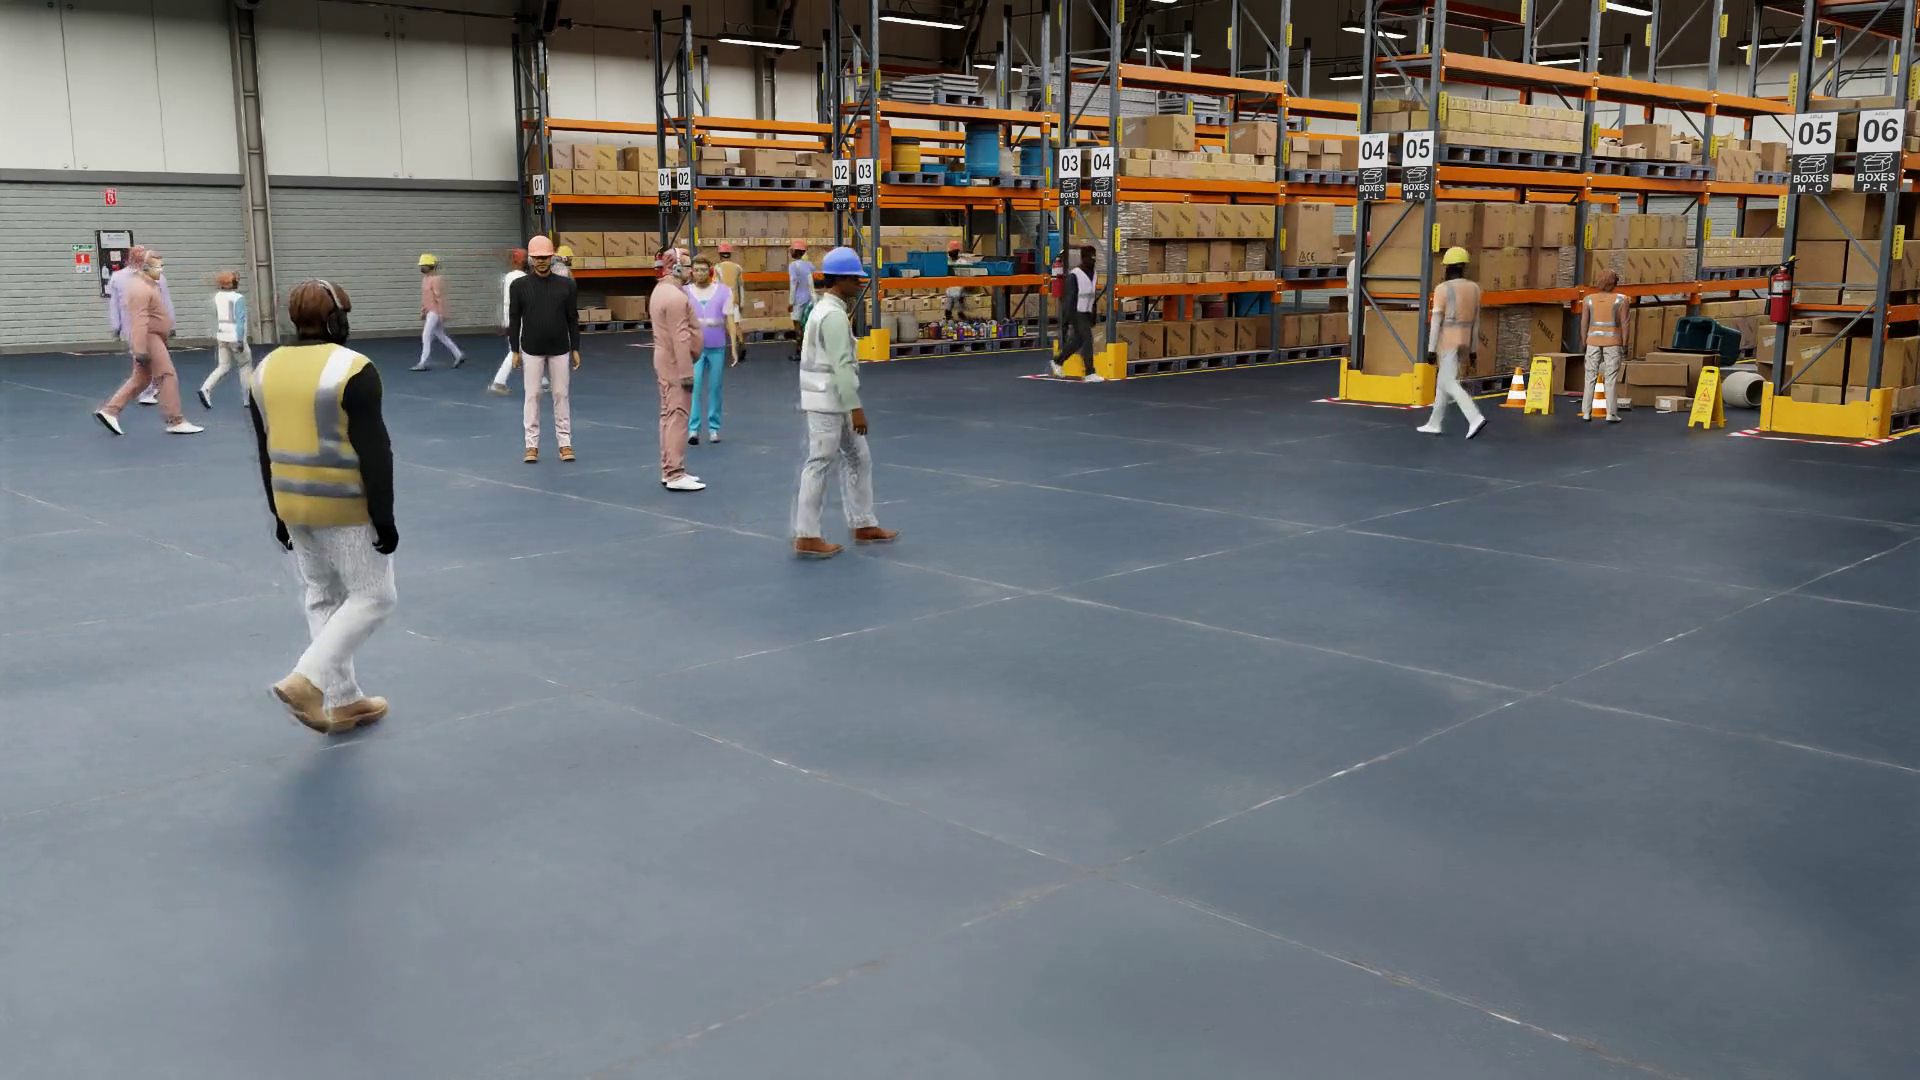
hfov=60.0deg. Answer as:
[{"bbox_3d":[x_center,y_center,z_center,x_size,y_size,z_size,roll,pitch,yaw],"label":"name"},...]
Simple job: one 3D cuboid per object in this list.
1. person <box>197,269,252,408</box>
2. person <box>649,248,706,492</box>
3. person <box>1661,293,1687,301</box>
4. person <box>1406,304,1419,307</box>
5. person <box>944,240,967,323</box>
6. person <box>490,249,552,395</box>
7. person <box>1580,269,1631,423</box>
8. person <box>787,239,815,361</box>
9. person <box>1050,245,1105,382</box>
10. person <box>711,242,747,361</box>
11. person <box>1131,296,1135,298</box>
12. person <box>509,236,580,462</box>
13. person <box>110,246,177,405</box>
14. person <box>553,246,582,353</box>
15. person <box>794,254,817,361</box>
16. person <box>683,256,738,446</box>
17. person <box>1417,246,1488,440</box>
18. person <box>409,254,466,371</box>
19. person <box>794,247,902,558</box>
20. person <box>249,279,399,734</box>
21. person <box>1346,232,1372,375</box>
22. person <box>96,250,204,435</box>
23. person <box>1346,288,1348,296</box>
[{"bbox_3d":[-8.486,-2.315,19.236,0.522,1.615,0.723,6,12,29],"label":"person"},{"bbox_3d":[-2.232,-1.356,13.202,0.406,1.901,0.649,-4,11,-19],"label":"person"},{"bbox_3d":[13.780,-4.813,32.011,0.439,1.924,0.637,-5,11,-24],"label":"person"},{"bbox_3d":[7.365,-3.667,26.515,0.514,1.641,0.315,6,12,29],"label":"person"},{"bbox_3d":[-0.039,-4.502,30.333,0.811,1.919,0.549,-10,14,-43],"label":"person"},{"bbox_3d":[-5.563,-2.759,21.044,0.991,1.841,0.593,-10,14,-43],"label":"person"},{"bbox_3d":[6.933,-2.088,17.896,0.514,1.645,0.308,8,13,36],"label":"person"},{"bbox_3d":[-2.582,-3.864,26.768,0.345,1.940,0.551,7,12,33],"label":"person"},{"bbox_3d":[1.645,-3.172,23.204,0.934,1.875,0.615,8,13,36],"label":"person"},{"bbox_3d":[-3.708,-3.835,26.739,0.557,1.907,0.932,-6,12,-30],"label":"person"},{"bbox_3d":[4.272,-6.504,41.405,0.461,1.856,0.520,-9,14,-41],"label":"person"},{"bbox_3d":[-3.695,-1.701,14.826,0.622,1.993,0.381,-4,11,-19],"label":"person"},{"bbox_3d":[-9.760,-2.581,19.977,0.669,1.862,0.931,0,10,-2],"label":"person"},{"bbox_3d":[-6.721,-4.107,28.441,0.462,1.817,0.601,-5,12,-27],"label":"person"},{"bbox_3d":[-2.457,-3.785,26.957,0.624,1.719,0.583,-4,11,-19],"label":"person"},{"bbox_3d":[-2.424,-1.800,15.904,0.595,1.801,0.934,-2,11,-8],"label":"person"},{"bbox_3d":[4.935,-1.959,16.514,0.594,1.894,0.892,-7,12,-33],"label":"person"},{"bbox_3d":[-7.845,-3.415,24.921,0.878,1.732,0.536,-7,13,-35],"label":"person"},{"bbox_3d":[-0.681,-0.848,10.374,0.819,1.916,0.629,-1,10,-5],"label":"person"},{"bbox_3d":[-2.527,-0.107,6.585,0.640,1.830,0.579,5,12,25],"label":"person"},{"bbox_3d":[5.375,-3.081,22.223,0.374,2.044,0.605,-2,11,-10],"label":"person"},{"bbox_3d":[-8.234,-1.978,16.732,0.903,1.861,0.656,-5,12,-27],"label":"person"},{"bbox_3d":[9.739,-6.466,40.853,0.639,1.971,0.655,-5,12,-28],"label":"person"}]
